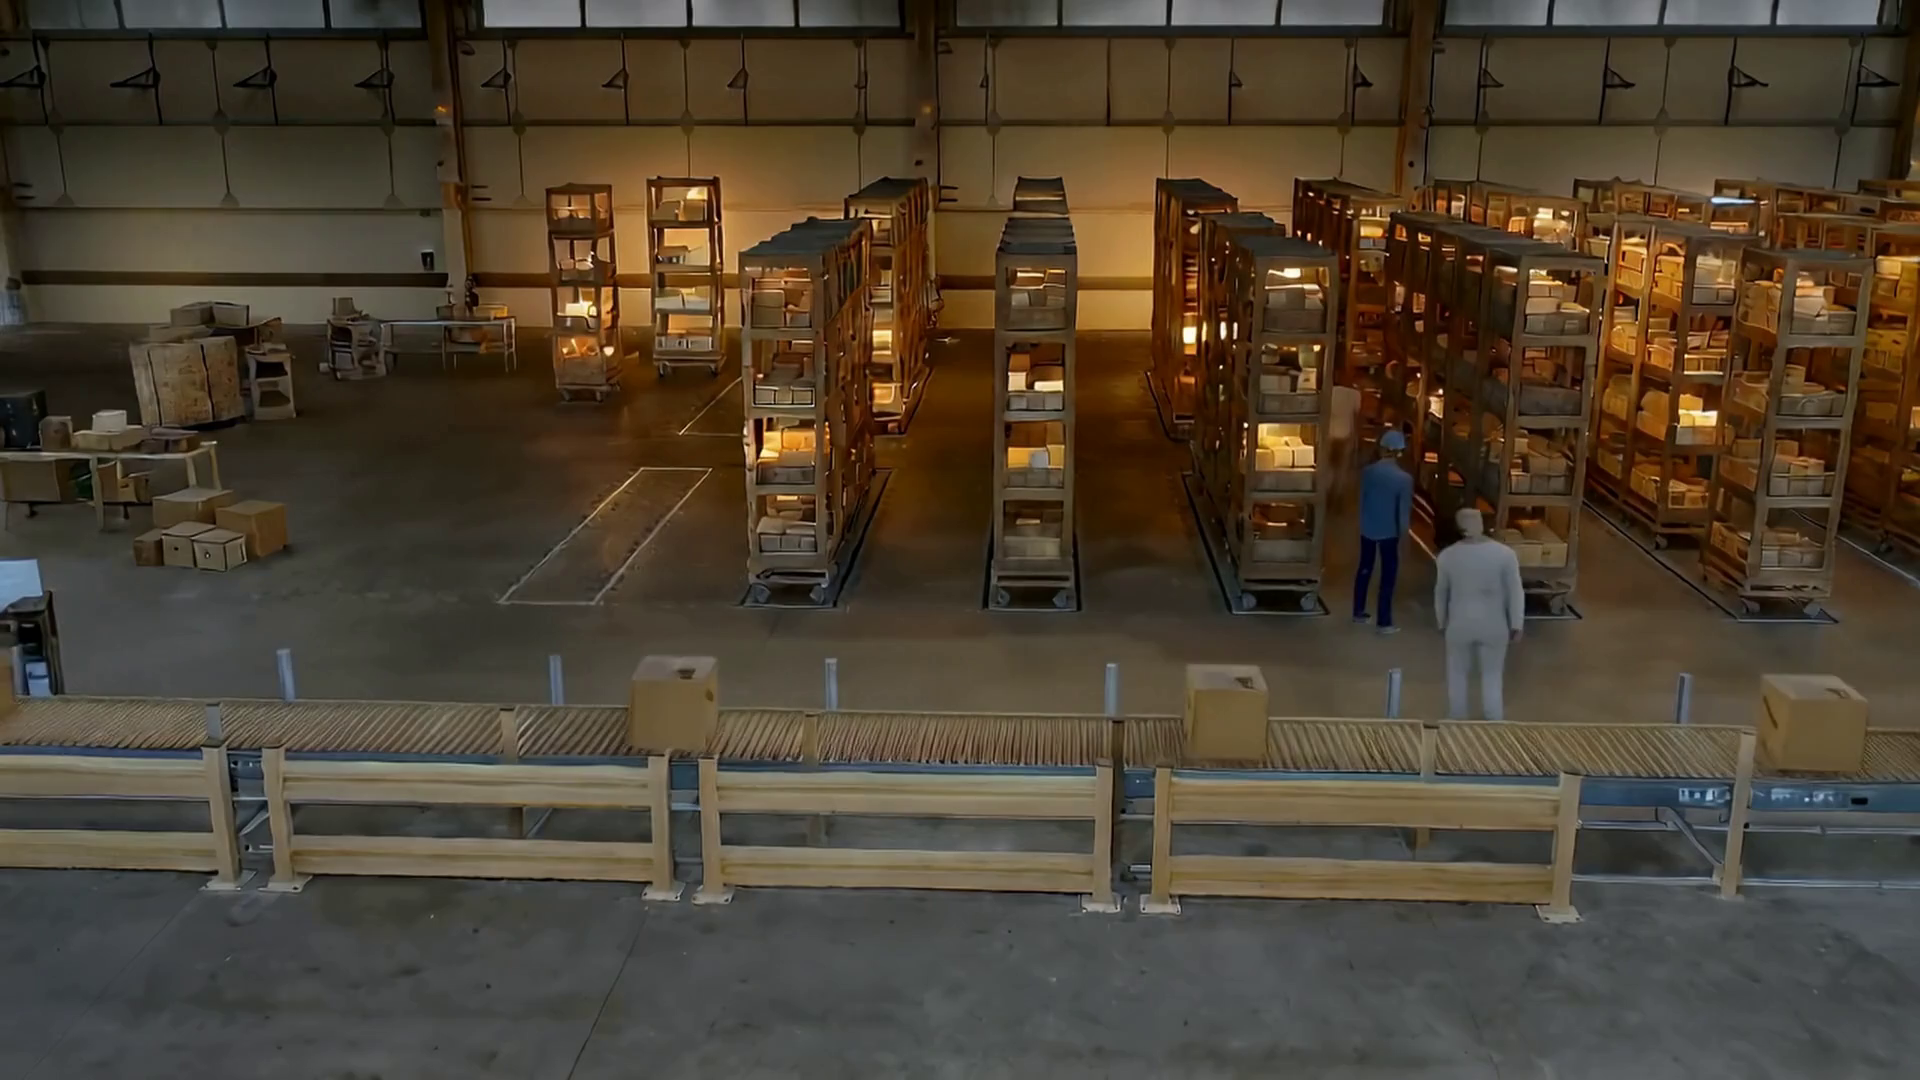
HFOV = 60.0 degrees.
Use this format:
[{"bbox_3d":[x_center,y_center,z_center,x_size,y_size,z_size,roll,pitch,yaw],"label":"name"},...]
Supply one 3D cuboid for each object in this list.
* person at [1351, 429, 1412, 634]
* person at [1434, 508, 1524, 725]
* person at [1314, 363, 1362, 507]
[{"bbox_3d":[4.125,-0.096,16.160,0.448,1.973,0.617,-11,18,-34],"label":"person"},{"bbox_3d":[4.259,0.668,13.525,0.796,1.879,0.396,5,16,18],"label":"person"},{"bbox_3d":[4.741,-1.303,20.918,0.566,1.827,0.690,1,15,6],"label":"person"}]
